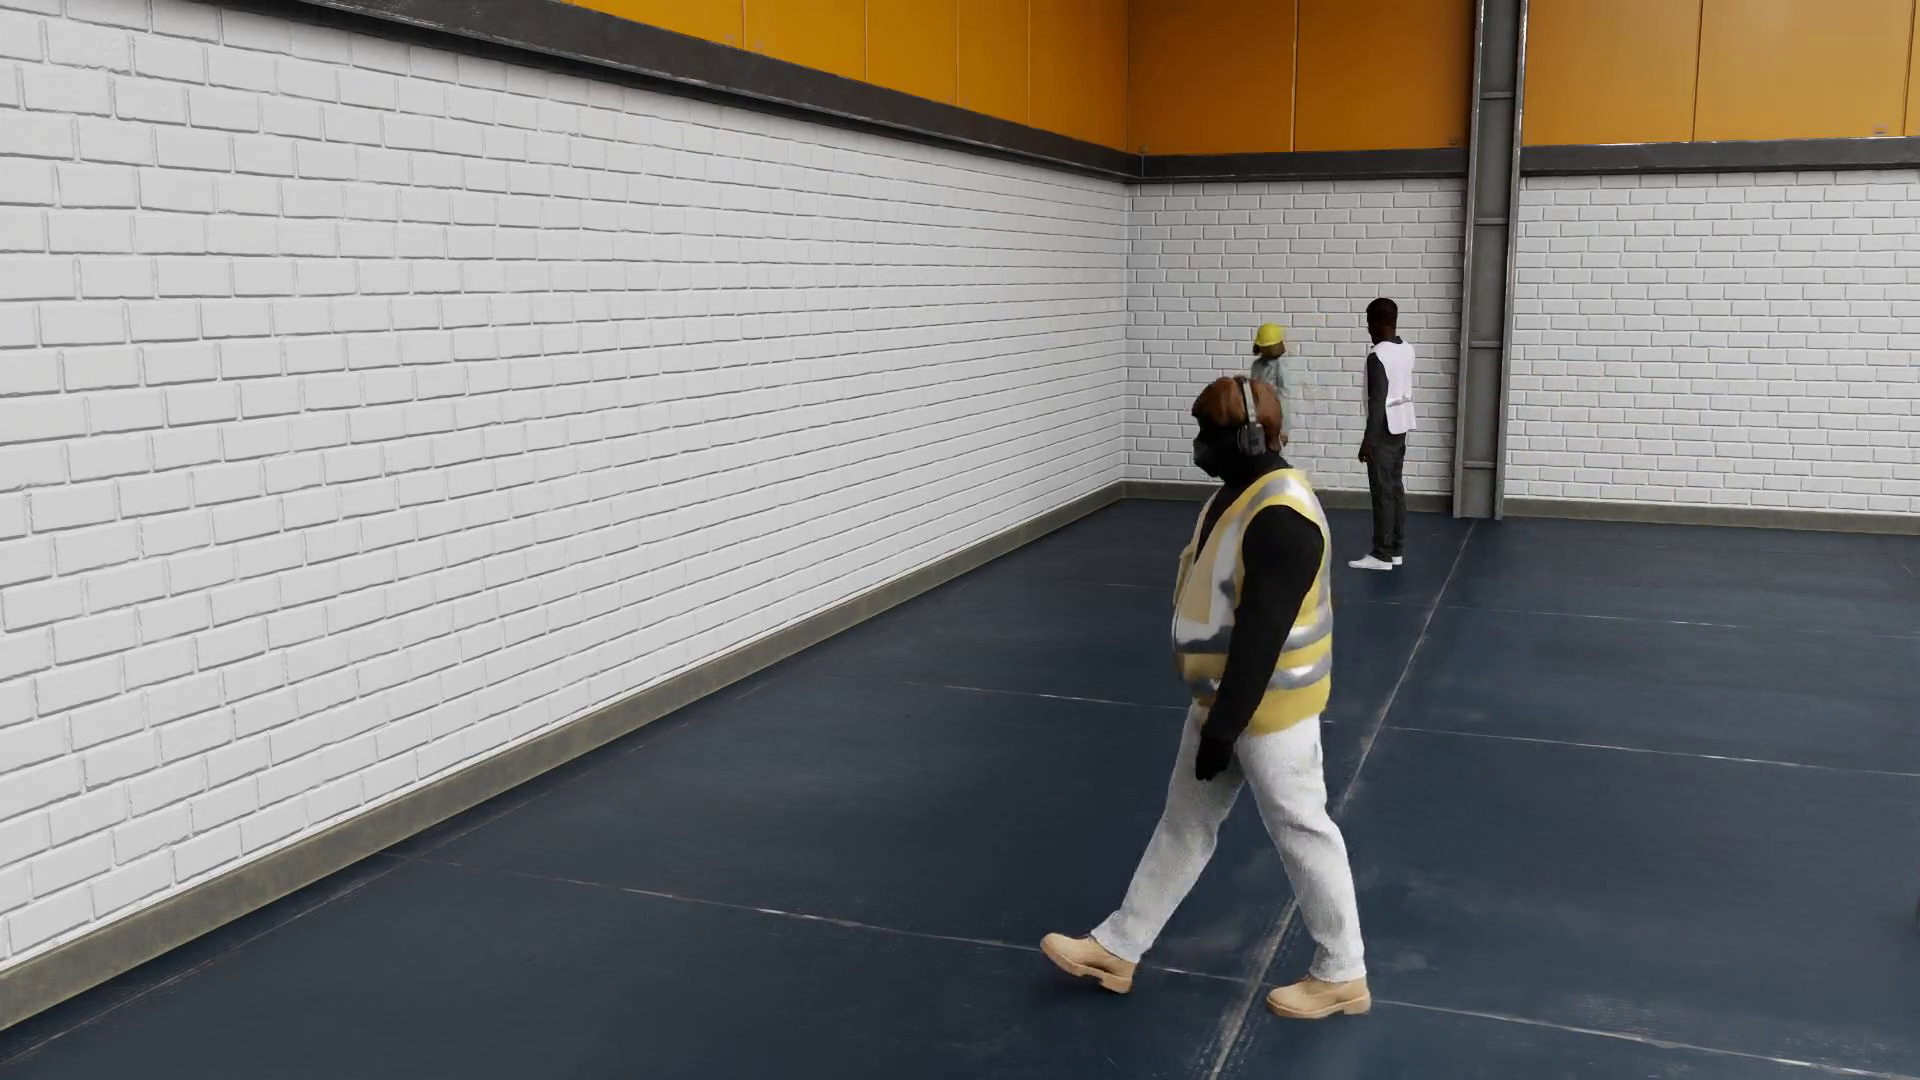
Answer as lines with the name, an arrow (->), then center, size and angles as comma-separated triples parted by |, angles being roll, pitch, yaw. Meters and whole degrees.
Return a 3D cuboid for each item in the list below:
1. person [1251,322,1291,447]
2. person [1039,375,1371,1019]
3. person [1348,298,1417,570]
person -> 2.595, -0.948, 13.701 | 0.790, 1.696, 0.552 | -3, 9, -17
person -> 0.728, 0.450, 4.594 | 0.951, 1.791, 0.631 | -1, 9, -5
person -> 3.001, -0.744, 11.730 | 0.392, 1.914, 0.588 | 6, 11, 34
